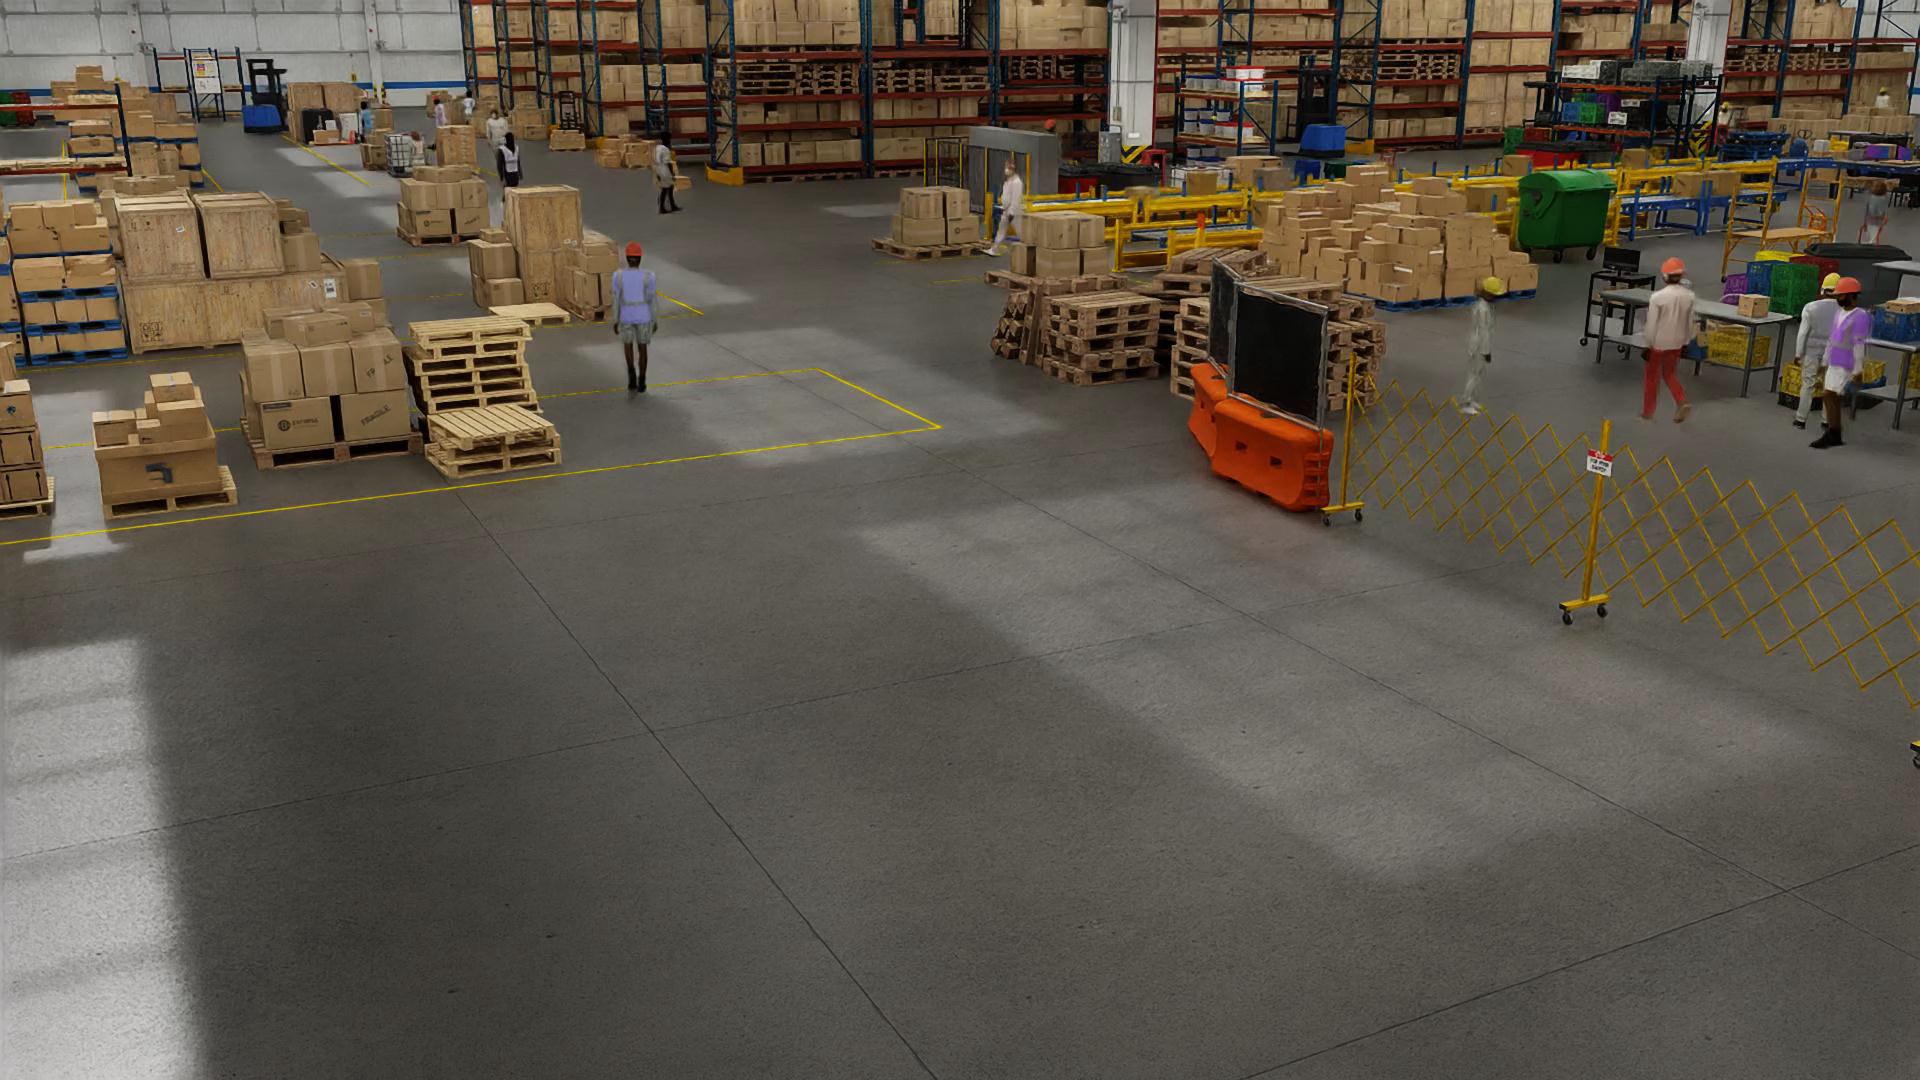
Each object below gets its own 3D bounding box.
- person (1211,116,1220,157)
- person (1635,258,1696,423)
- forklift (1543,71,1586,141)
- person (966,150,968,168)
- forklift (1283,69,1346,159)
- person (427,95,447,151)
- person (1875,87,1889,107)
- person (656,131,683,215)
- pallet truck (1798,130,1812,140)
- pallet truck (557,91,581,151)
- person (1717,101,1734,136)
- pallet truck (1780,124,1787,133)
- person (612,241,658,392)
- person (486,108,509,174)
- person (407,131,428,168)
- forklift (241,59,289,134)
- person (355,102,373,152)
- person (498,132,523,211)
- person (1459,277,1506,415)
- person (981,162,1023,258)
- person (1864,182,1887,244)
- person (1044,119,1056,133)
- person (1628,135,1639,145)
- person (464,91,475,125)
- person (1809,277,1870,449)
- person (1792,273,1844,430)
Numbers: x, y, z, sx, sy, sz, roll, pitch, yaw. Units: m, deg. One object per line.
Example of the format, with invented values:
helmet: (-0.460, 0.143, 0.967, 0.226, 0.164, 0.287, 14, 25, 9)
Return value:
person: (7.315, -11.304, 47.888, 0.328, 1.760, 0.524, 13, 22, 34)
person: (8.313, -2.309, 19.501, 0.619, 1.975, 0.658, -4, 18, -13)
forklift: (18.685, -13.231, 52.085, 1.873, 2.768, 1.129, -9, 20, -26)
person: (0.443, -9.957, 43.862, 0.542, 1.648, 0.880, 12, 21, 32)
forklift: (11.615, -13.871, 54.079, 1.129, 2.768, 1.873, -9, 20, -27)
person: (-17.830, -14.312, 57.077, 1.047, 1.883, 0.551, 4, 18, 11)
person: (36.205, -16.907, 65.361, 0.493, 1.749, 0.535, -9, 20, -27)
person: (-6.897, -8.741, 39.598, 0.802, 1.934, 0.626, -9, 20, -27)
pallet truck: (25.526, -11.556, 49.408, 1.630, 1.274, 0.653, -9, 20, -26)
pallet truck: (-13.495, -14.412, 57.188, 0.823, 1.965, 1.885, -3, 18, -9)
person: (24.859, -13.347, 54.169, 0.439, 1.815, 0.611, -13, 22, -35)
pallet truck: (25.206, -12.542, 52.601, 1.601, 1.201, 0.680, 0, 18, -2)
person: (-4.134, -2.843, 21.237, 0.577, 1.923, 0.400, -2, 18, -6)
person: (-13.617, -11.781, 49.121, 0.651, 1.913, 0.496, -4, 18, -12)
person: (-14.328, -9.930, 43.802, 0.560, 1.619, 0.540, 12, 22, 34)
forklift: (-27.116, -17.292, 64.742, 1.129, 2.768, 1.873, 2, 18, 5)
person: (-20.326, -14.093, 56.733, 0.800, 1.659, 0.552, 5, 19, 16)
person: (-10.766, -8.810, 39.869, 0.446, 1.907, 0.590, 11, 21, 30)
person: (6.275, -2.329, 19.986, 0.441, 1.698, 0.541, 5, 18, 15)
person: (0.913, -6.422, 32.493, 0.960, 1.855, 0.673, -6, 19, -18)
person: (17.232, -5.959, 31.448, 0.640, 1.611, 0.509, -1, 18, -2)
person: (2.442, -9.945, 43.269, 0.985, 2.007, 0.616, -7, 19, -20)
person: (22.084, -13.474, 54.435, 0.464, 1.888, 0.664, -5, 18, -15)
person: (-18.762, -16.426, 63.977, 0.549, 1.662, 0.787, 7, 19, 20)
person: (9.732, -1.958, 18.502, 0.586, 1.904, 0.596, 0, 18, -1)
person: (10.024, -2.185, 19.331, 0.588, 1.835, 0.403, 5, 18, 15)
